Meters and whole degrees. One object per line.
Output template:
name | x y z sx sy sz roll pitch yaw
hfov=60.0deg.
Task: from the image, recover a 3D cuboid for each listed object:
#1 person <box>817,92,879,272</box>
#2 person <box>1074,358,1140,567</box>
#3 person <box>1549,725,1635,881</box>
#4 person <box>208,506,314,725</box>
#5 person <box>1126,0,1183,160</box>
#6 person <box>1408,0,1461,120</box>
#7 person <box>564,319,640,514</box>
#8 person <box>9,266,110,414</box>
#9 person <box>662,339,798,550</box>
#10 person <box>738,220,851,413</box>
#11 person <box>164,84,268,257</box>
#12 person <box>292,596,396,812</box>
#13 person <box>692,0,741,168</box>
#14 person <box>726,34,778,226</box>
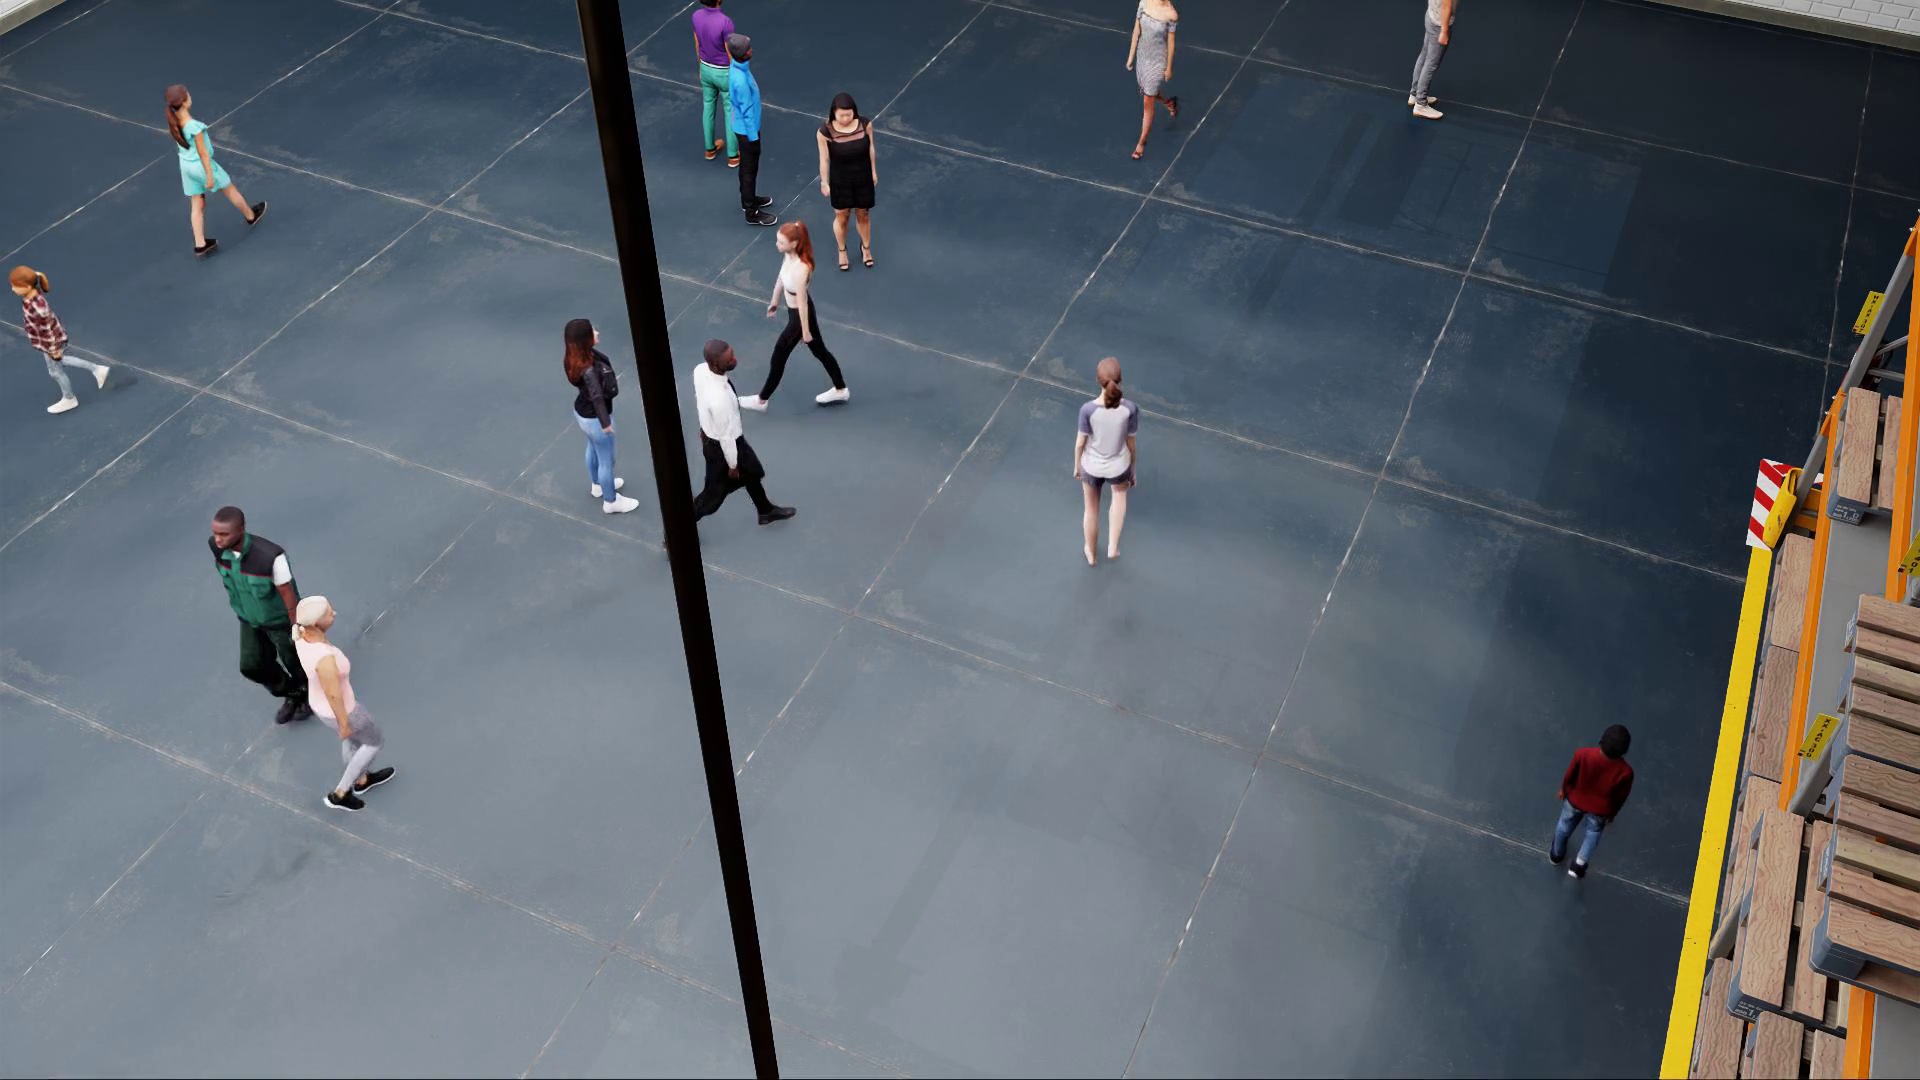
person | -0.950 -3.077 14.245 0.746 1.708 0.805 -14 45 -14
person | 1.007 -0.454 11.458 0.701 1.755 0.734 2 44 2
person | 3.672 1.555 9.718 0.502 1.245 0.584 18 47 18
person | -4.303 0.413 10.495 0.749 1.828 0.716 12 45 12
person | 1.866 -4.517 15.693 0.823 1.797 1.102 33 52 30
person | 4.666 -5.059 16.189 0.788 1.897 0.638 2 44 2
person | -2.640 -0.914 12.029 0.753 1.634 0.721 -20 47 -20
person | -7.060 -1.599 12.992 0.860 1.296 0.754 -24 48 -23
person | -1.747 -0.603 11.594 1.301 1.783 1.205 -18 46 -18
person | -1.135 -1.712 12.820 1.070 1.698 1.148 -6 44 -6
person | -6.691 -3.207 14.521 0.574 1.515 1.054 16 46 16
person | -3.801 1.029 9.936 0.809 1.708 0.706 -34 53 -31
person | -2.266 -4.362 15.552 0.614 1.765 0.537 20 47 20
person | -1.911 -3.662 14.797 0.758 1.794 0.679 -10 44 -10
